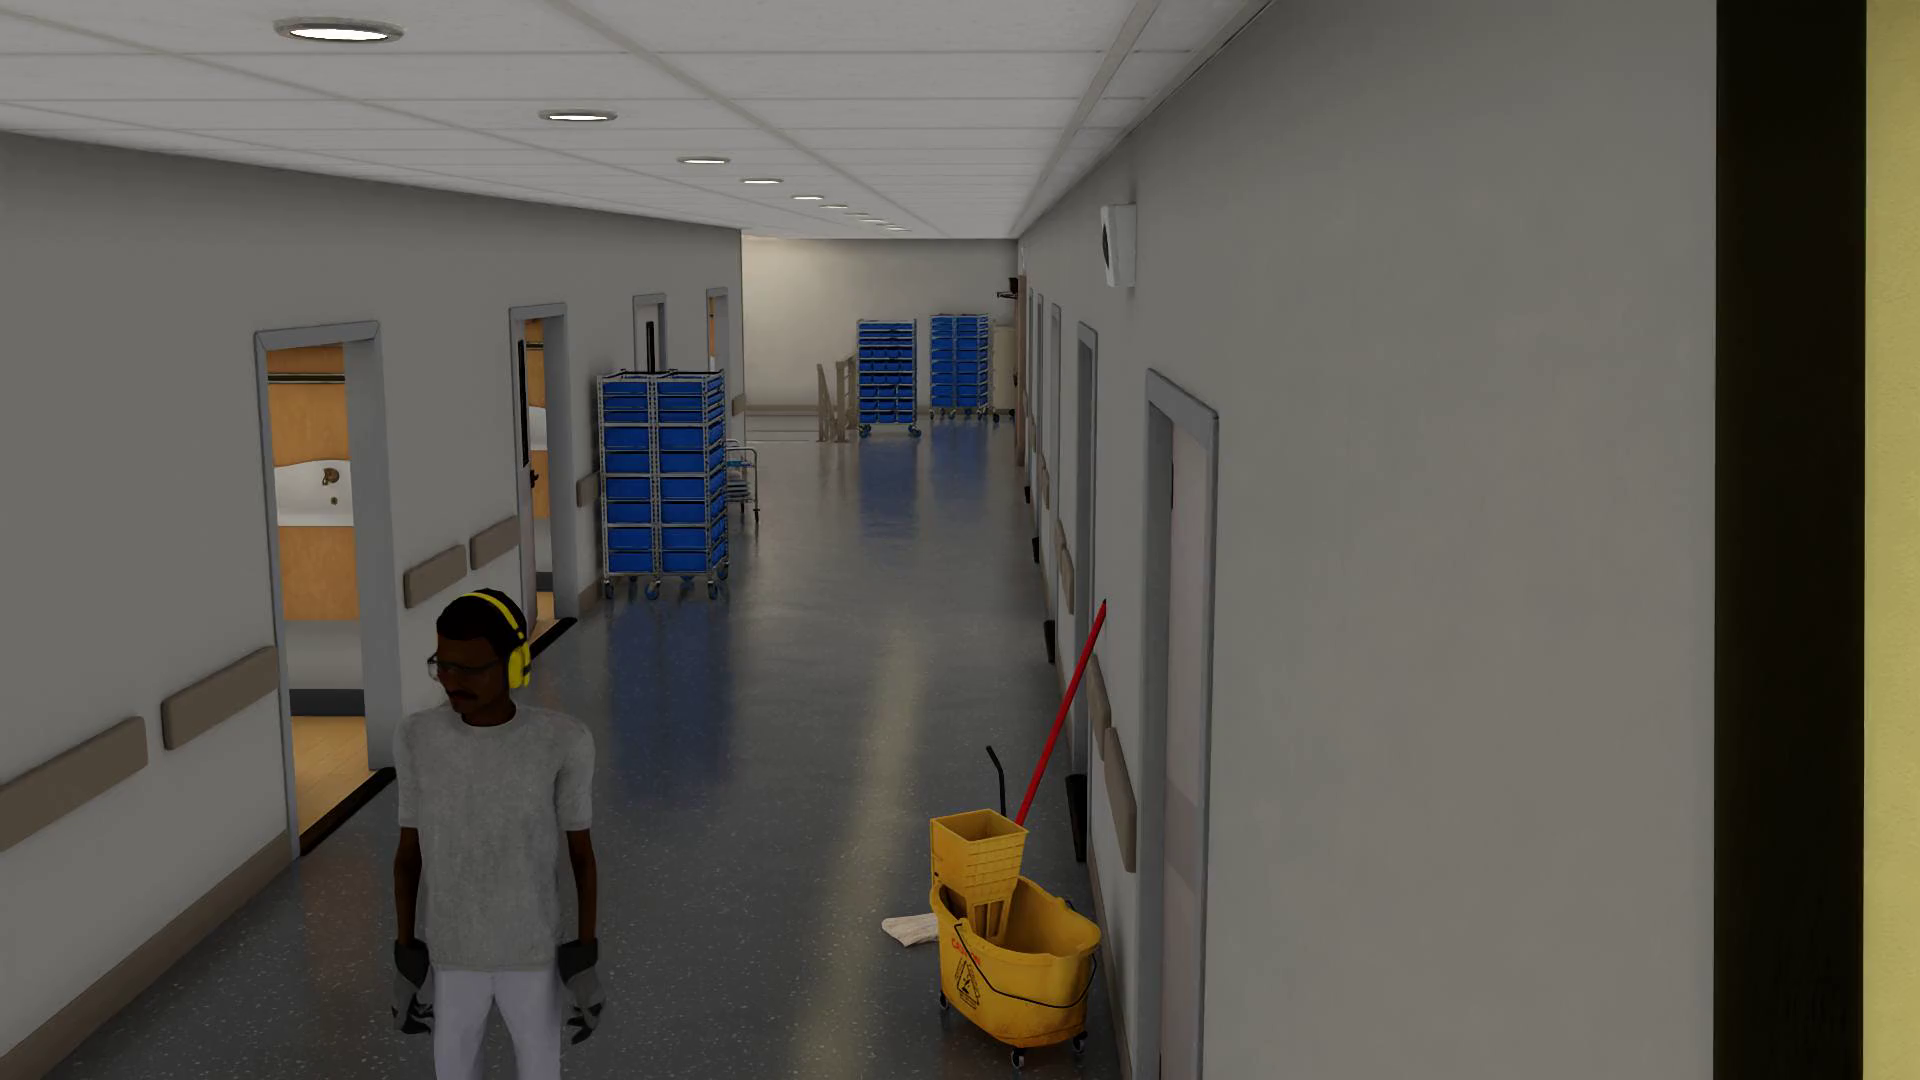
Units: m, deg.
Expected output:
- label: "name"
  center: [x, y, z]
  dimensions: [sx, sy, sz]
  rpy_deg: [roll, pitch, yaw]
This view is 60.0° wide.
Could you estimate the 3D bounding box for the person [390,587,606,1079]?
- label: "person"
  center: [-1.123, 1.031, 4.025]
  dimensions: [0.518, 1.865, 0.330]
  rpy_deg: [0, 9, -2]
